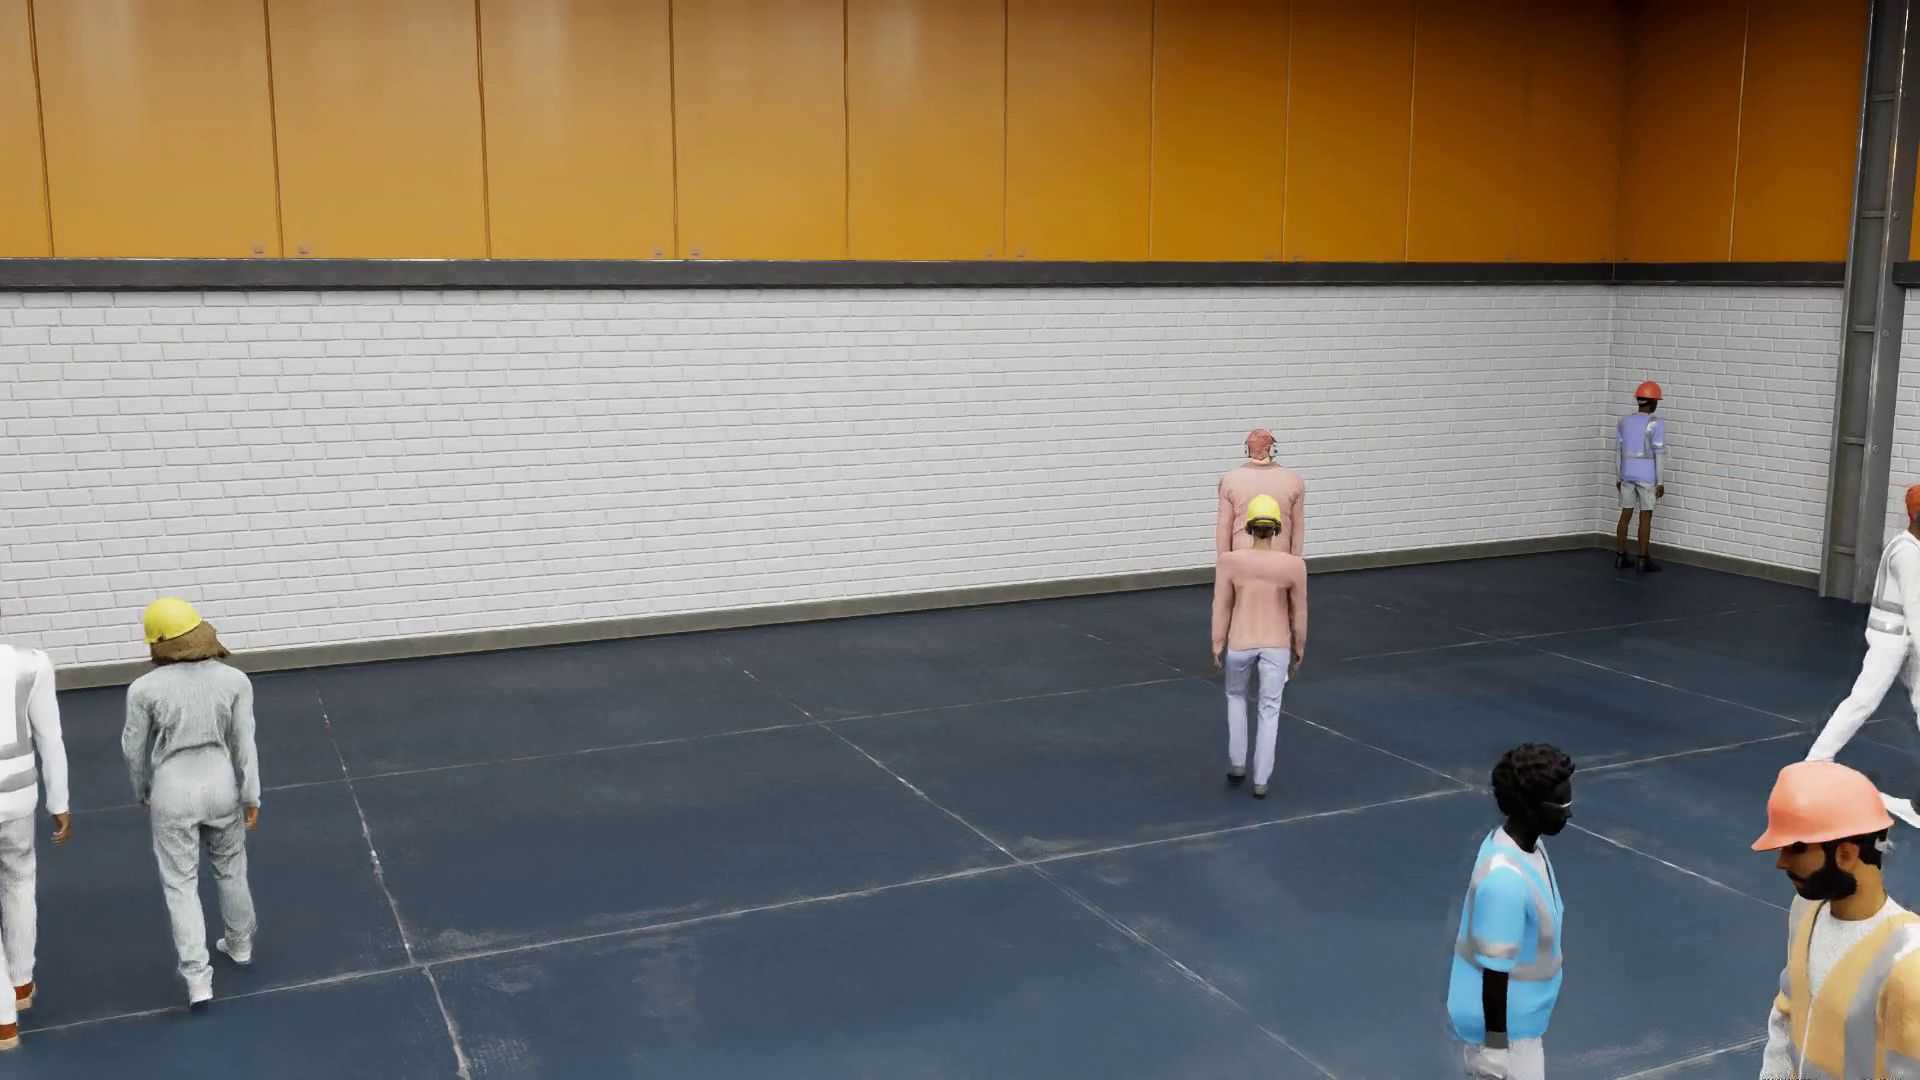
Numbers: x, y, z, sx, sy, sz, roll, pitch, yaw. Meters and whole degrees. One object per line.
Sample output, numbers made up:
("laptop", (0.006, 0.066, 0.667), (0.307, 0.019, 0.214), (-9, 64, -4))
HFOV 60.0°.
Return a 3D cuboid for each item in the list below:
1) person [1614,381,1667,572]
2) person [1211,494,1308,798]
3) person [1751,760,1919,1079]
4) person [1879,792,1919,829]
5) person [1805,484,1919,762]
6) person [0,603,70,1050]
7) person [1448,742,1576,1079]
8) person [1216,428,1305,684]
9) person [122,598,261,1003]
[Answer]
("person", (6.928, -0.644, 16.895), (0.377, 1.932, 0.552), (-6, 11, -32))
("person", (1.749, 0.599, 9.725), (0.548, 1.747, 0.590), (2, 9, 10))
("person", (2.053, 1.465, 3.933), (0.724, 1.891, 0.623), (0, 9, -1))
("person", (5.417, 0.718, 8.669), (1.028, 1.857, 0.588), (8, 12, 40))
("person", (5.397, 0.593, 9.562), (0.988, 1.837, 0.581), (7, 12, 39))
("person", (-3.924, 1.046, 6.638), (0.595, 1.856, 0.773), (-8, 12, -40))
("person", (1.560, 1.405, 4.965), (0.482, 1.679, 0.549), (4, 10, 22))
("person", (2.184, 0.132, 12.180), (0.642, 1.905, 0.399), (0, 9, 1))
("person", (-3.216, 1.077, 6.984), (0.507, 1.694, 0.712), (-8, 12, -39))
